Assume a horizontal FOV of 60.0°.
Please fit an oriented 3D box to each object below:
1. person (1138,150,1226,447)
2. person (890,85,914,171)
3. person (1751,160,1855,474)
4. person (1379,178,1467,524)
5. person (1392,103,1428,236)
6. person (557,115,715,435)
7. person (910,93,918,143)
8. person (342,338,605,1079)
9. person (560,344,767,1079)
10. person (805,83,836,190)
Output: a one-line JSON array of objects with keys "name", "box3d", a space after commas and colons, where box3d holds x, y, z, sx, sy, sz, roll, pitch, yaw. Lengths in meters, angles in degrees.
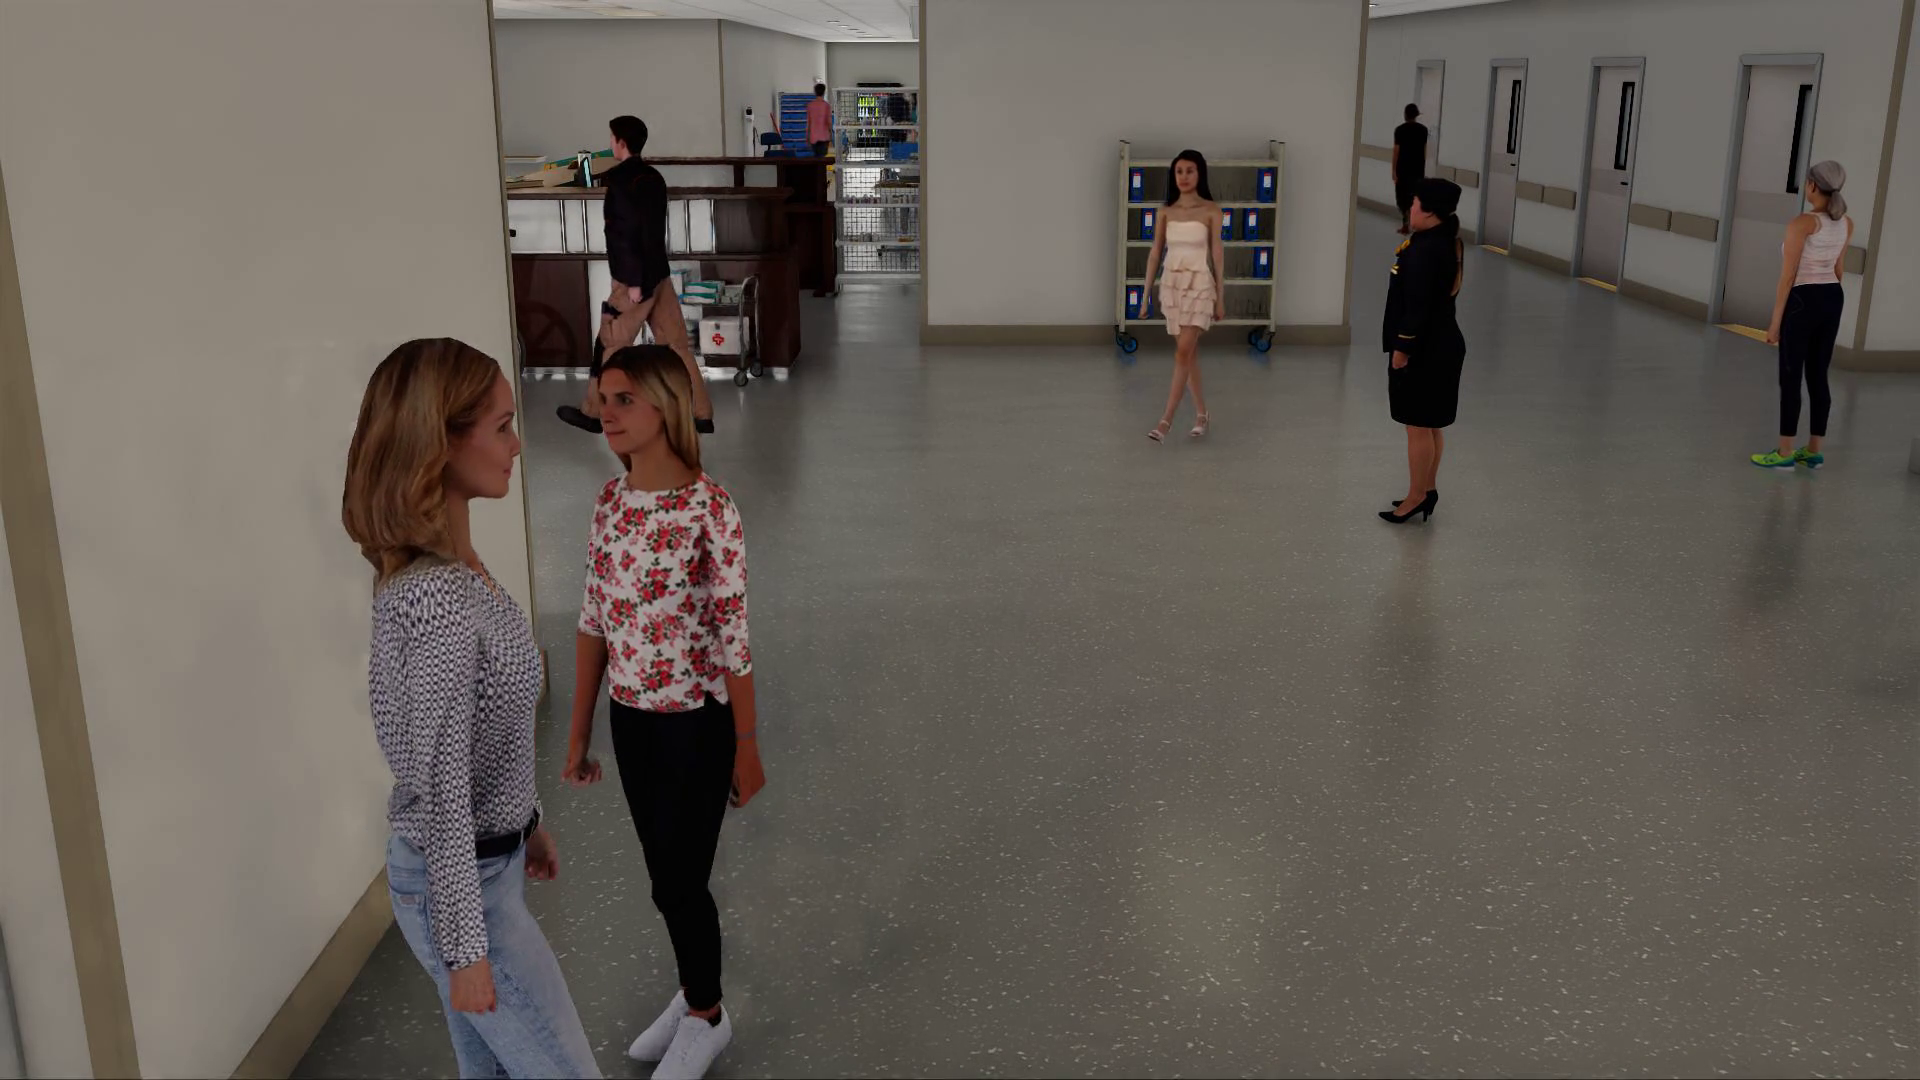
[{"name": "person", "box3d": [1.378, -1.405, 9.821, 1.045, 1.698, 1.002, 10, 18, 31]}, {"name": "person", "box3d": [-1.346, -9.215, 37.236, 0.653, 1.854, 0.760, 2, 16, 7]}, {"name": "person", "box3d": [4.724, -1.239, 9.228, 0.589, 1.700, 0.726, -6, 17, -20]}, {"name": "person", "box3d": [2.277, -0.919, 8.146, 0.816, 1.671, 0.802, 9, 18, 30]}, {"name": "person", "box3d": [6.055, -4.933, 22.267, 0.952, 1.735, 0.829, -3, 16, -11]}, {"name": "person", "box3d": [-1.792, -1.486, 9.792, 1.319, 1.870, 0.974, 5, 16, 17]}, {"name": "person", "box3d": [-1.399, -12.407, 48.867, 0.617, 1.686, 0.626, 8, 17, 26]}, {"name": "person", "box3d": [-0.861, 0.585, 2.615, 0.744, 1.777, 0.693, -5, 16, -16]}, {"name": "person", "box3d": [-0.573, 0.371, 3.660, 0.704, 1.622, 0.775, 11, 19, 34]}, {"name": "person", "box3d": [-2.562, -7.170, 29.862, 1.172, 1.919, 0.990, 6, 17, 19]}]
